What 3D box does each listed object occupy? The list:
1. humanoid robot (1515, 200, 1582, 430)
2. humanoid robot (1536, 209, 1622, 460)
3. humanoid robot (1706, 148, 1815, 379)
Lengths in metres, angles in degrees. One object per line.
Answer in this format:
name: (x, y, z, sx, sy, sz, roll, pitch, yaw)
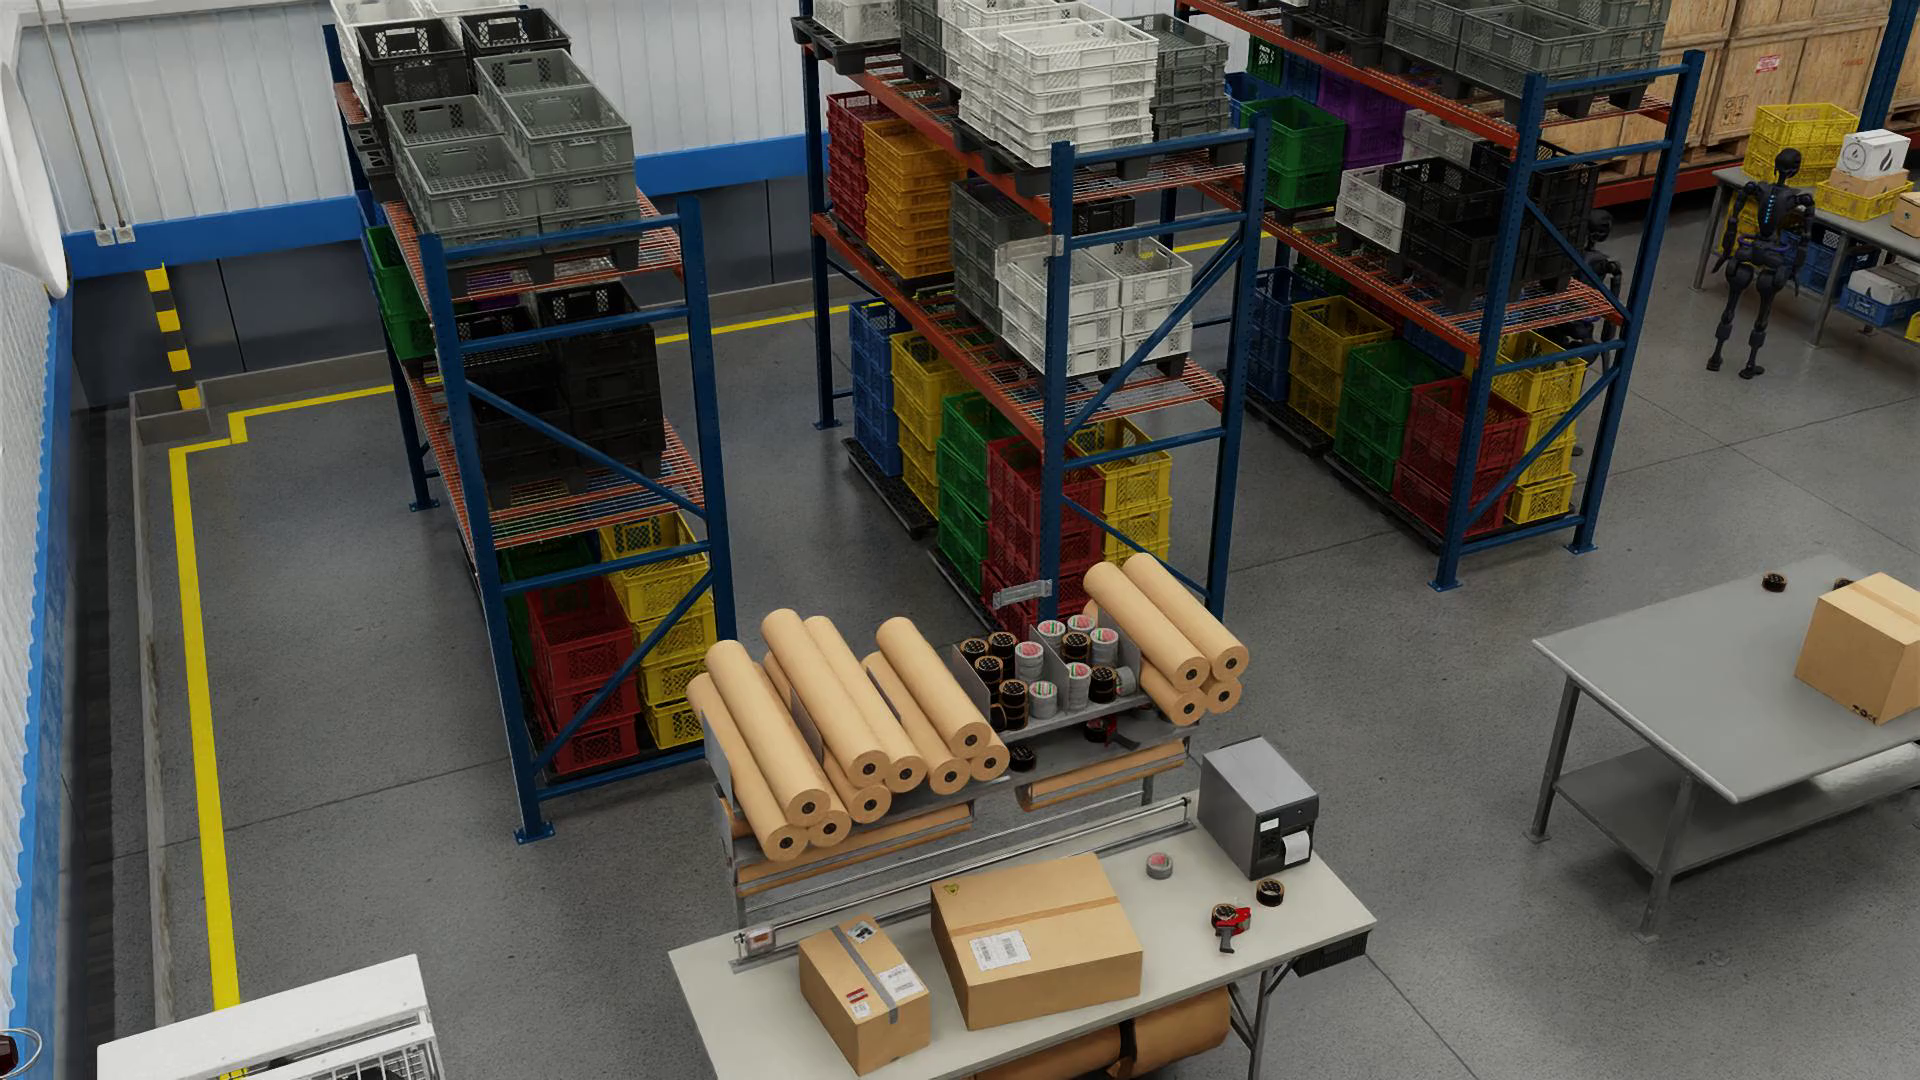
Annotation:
humanoid robot: (3.874, -1.518, 11.091, 0.363, 1.647, 0.574, 24, 39, 34)
humanoid robot: (3.969, -1.350, 10.805, 0.315, 1.657, 0.599, -20, 37, -29)
humanoid robot: (5.683, -1.973, 11.819, 0.609, 1.657, 0.310, 22, 38, 31)
